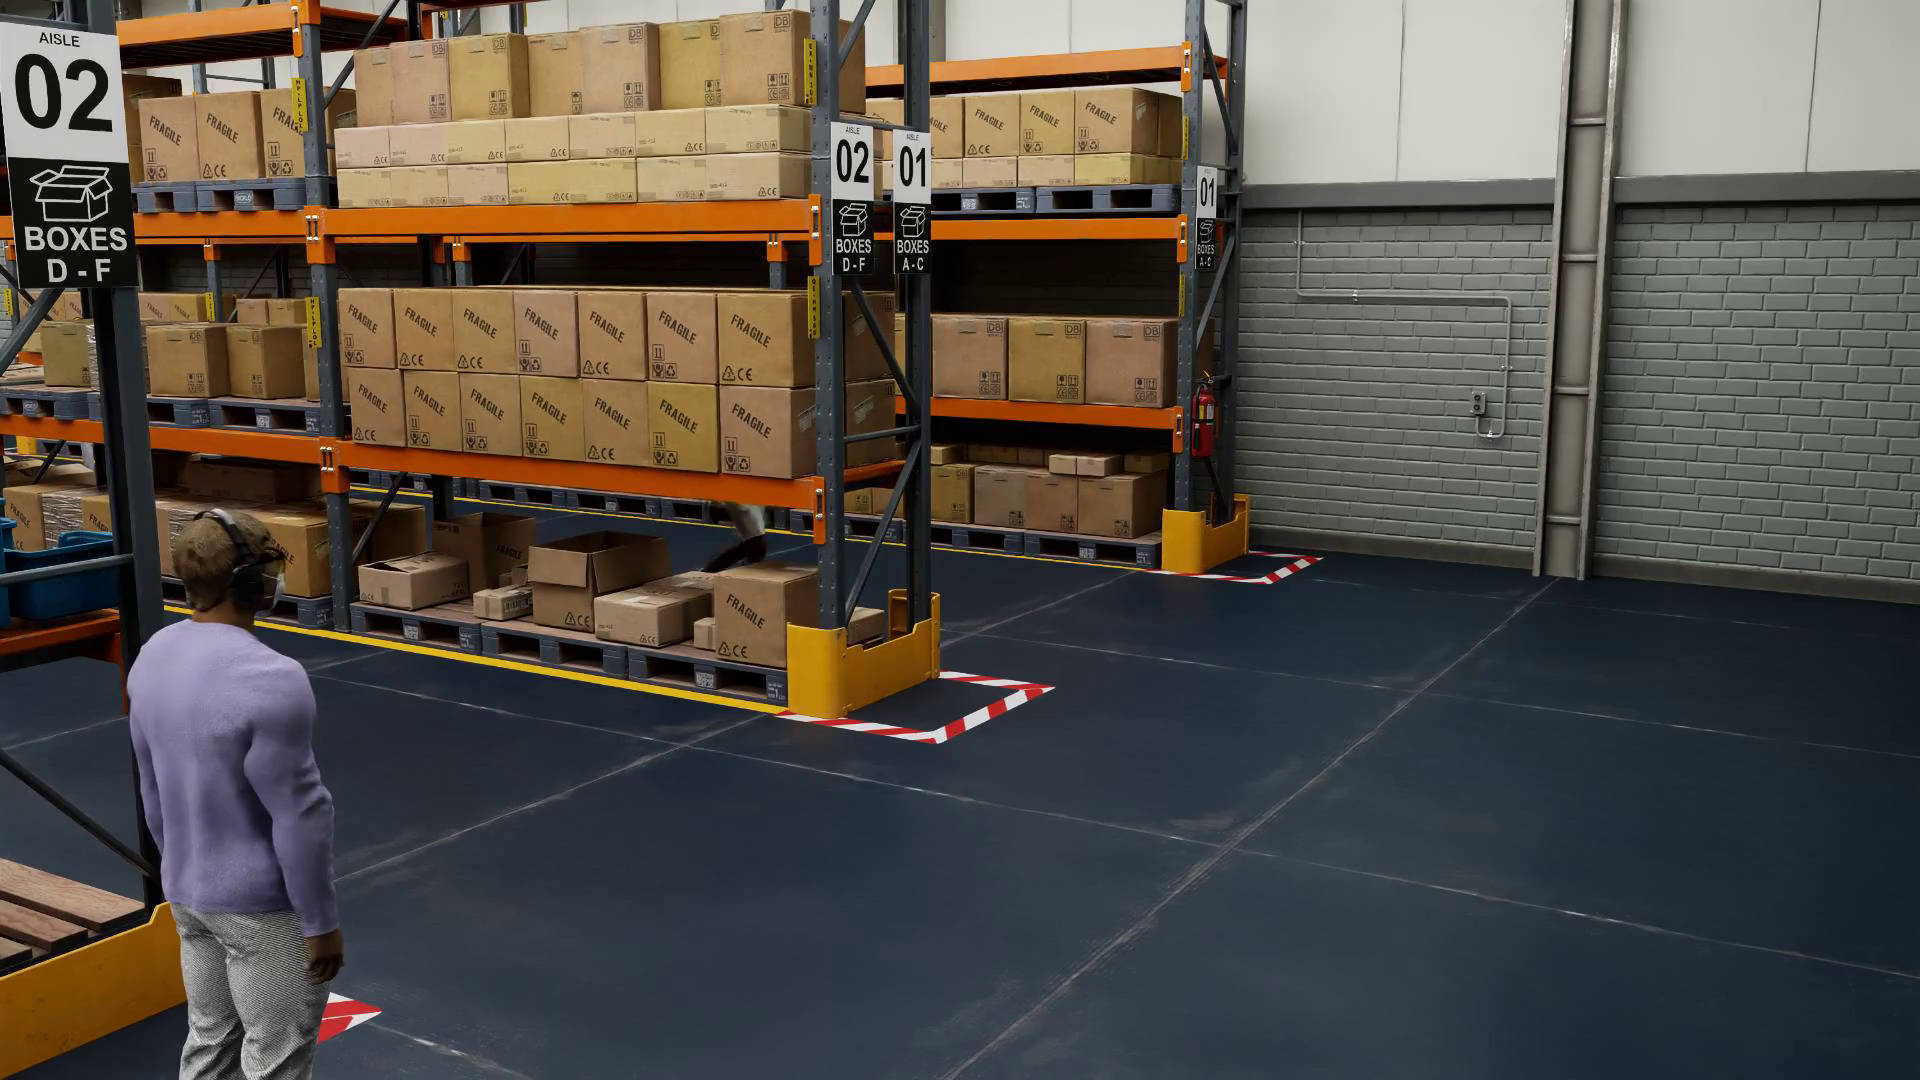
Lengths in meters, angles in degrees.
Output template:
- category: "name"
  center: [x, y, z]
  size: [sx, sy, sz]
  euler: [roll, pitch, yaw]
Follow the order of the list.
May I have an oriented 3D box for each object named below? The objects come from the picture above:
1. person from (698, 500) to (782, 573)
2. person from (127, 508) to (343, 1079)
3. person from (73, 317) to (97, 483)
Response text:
- category: "person"
  center: [-1.532, -0.370, 11.211]
  size: [0.890, 2.009, 0.608]
  euler: [5, 11, 25]
- category: "person"
  center: [-1.745, 0.880, 4.089]
  size: [0.630, 1.940, 0.372]
  euler: [6, 11, 32]
- category: "person"
  center: [-9.601, -1.509, 18.277]
  size: [0.328, 1.872, 0.515]
  euler: [4, 11, 23]
